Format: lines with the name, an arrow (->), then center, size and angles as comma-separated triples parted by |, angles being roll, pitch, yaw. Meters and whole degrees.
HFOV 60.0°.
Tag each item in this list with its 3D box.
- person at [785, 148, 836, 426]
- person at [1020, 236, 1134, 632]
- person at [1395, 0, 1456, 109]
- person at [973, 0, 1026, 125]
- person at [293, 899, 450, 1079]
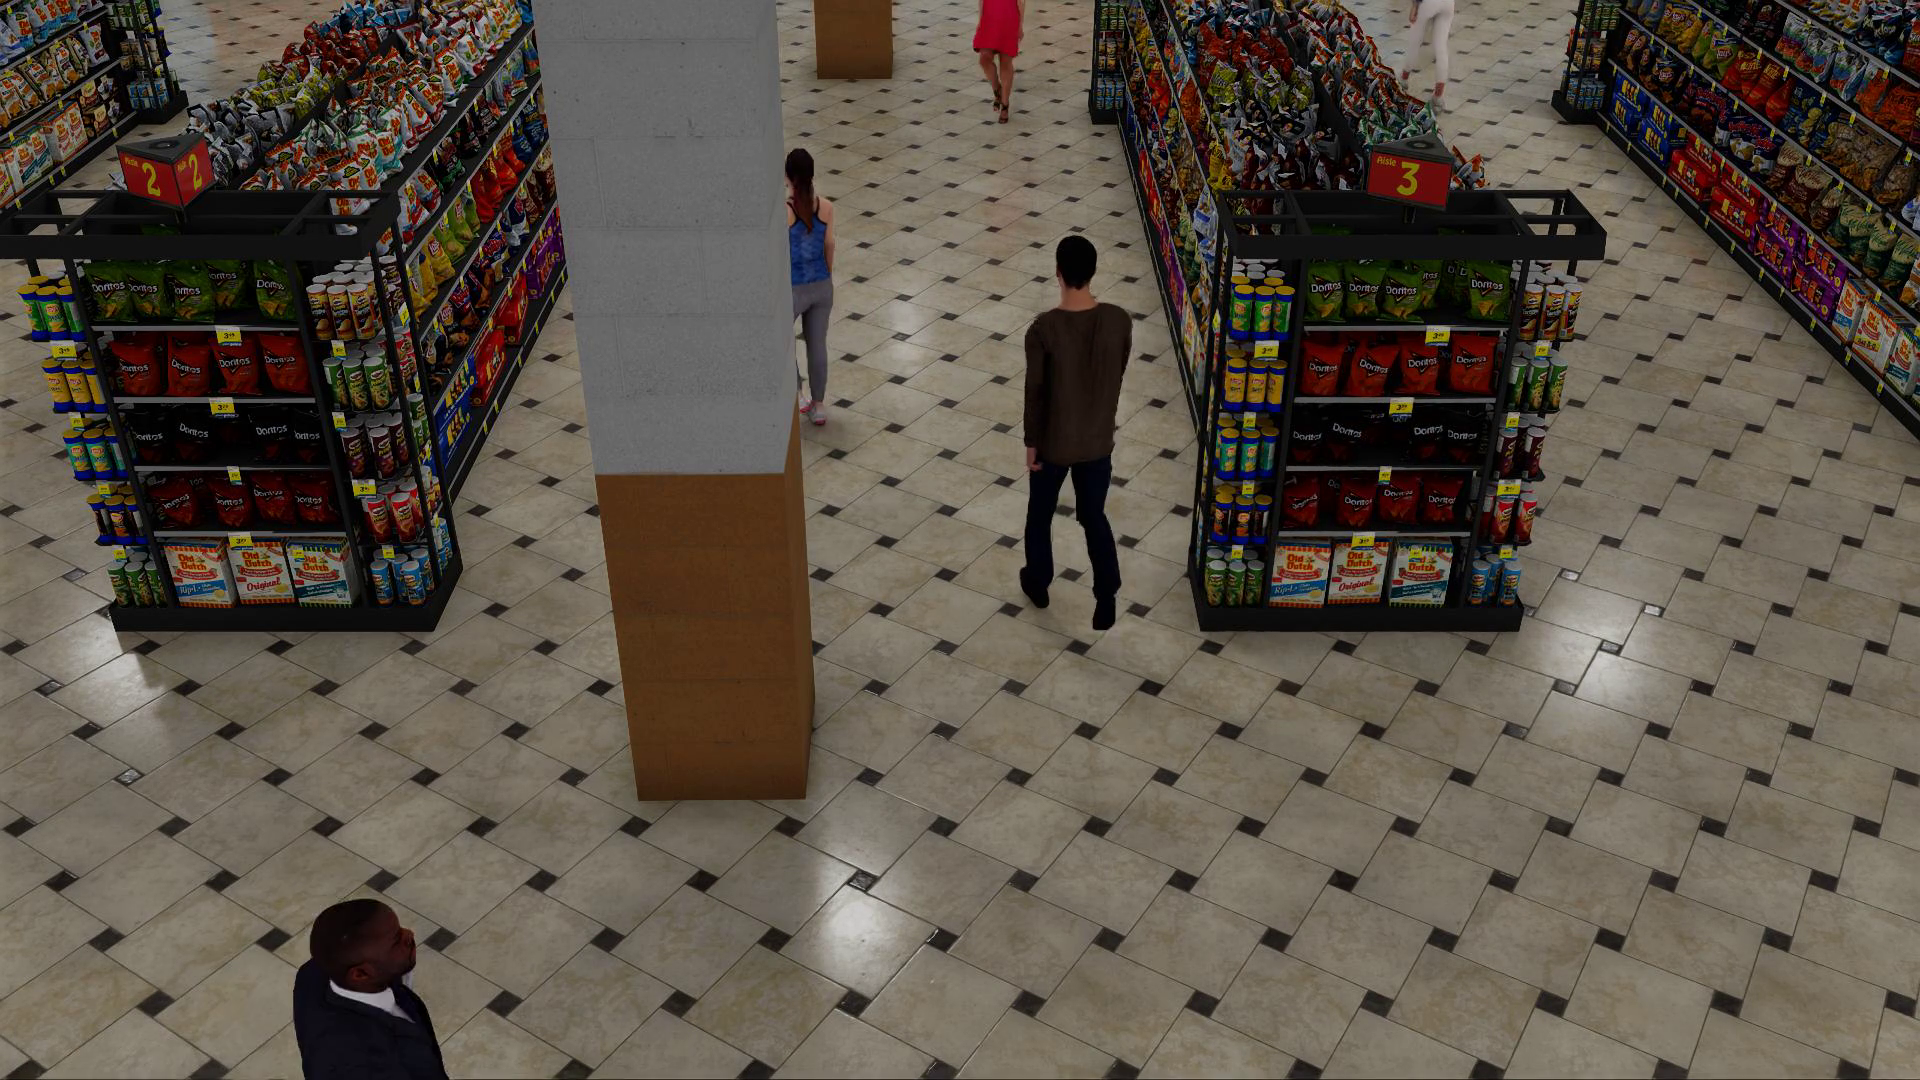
person -> -0.855, -1.369, 9.315 | 0.678, 1.595, 0.707 | -15, 35, -23
person -> 0.557, -0.419, 7.543 | 0.816, 1.853, 1.062 | -10, 33, -16
person -> 4.149, -4.573, 14.410 | 0.678, 1.651, 1.126 | -2, 32, -3
person -> 0.372, -4.407, 14.084 | 0.679, 1.713, 0.747 | 10, 33, 15
person -> -1.506, 1.669, 4.256 | 1.112, 1.780, 1.261 | -15, 35, -22
